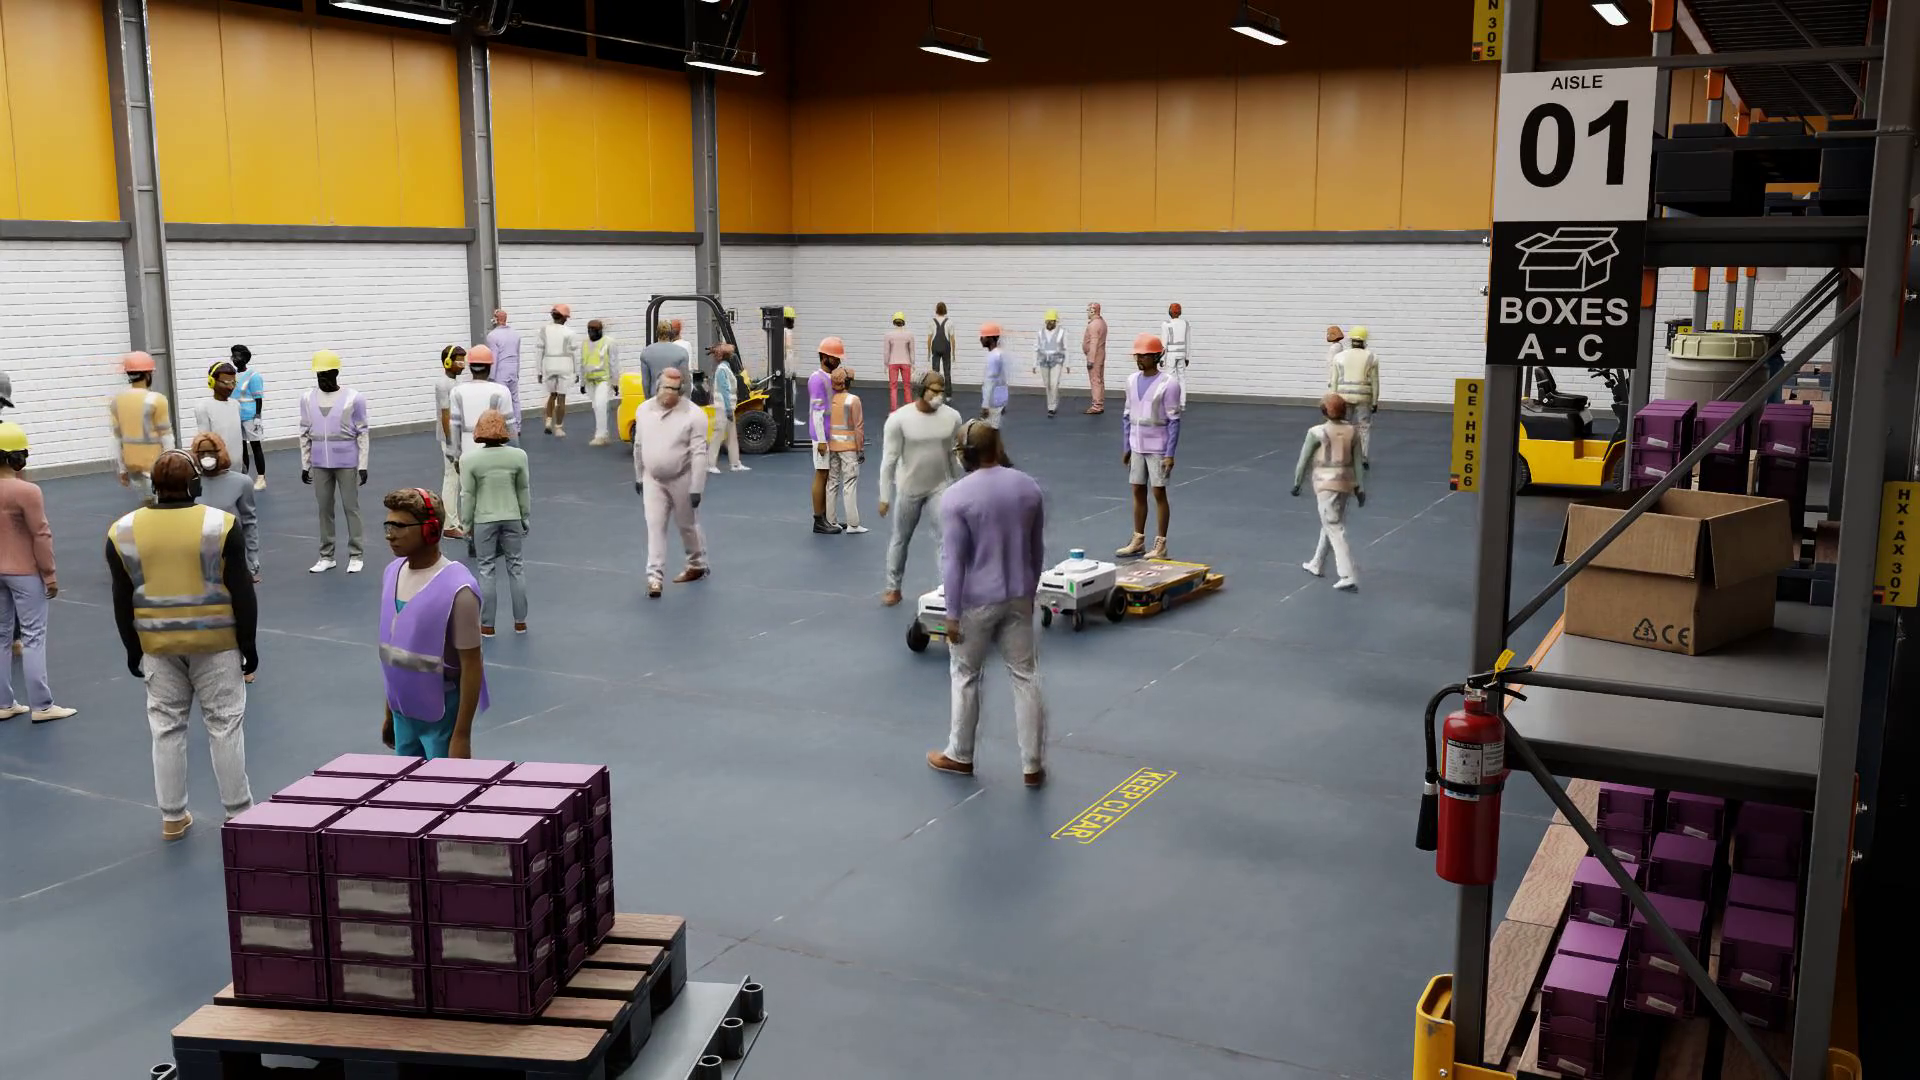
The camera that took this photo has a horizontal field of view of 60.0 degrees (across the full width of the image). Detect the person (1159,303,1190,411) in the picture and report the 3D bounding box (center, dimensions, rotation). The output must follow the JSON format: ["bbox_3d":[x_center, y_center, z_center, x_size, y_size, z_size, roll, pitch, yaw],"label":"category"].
[{"bbox_3d":[3.738,-3.177,28.920,0.583,1.882,0.337,-4,11,-24],"label":"person"}]

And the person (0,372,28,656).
[{"bbox_3d":[-6.512,-0.160,11.002,0.739,2.000,0.539,-9,14,-43],"label":"person"}]

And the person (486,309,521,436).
[{"bbox_3d":[-6.832,-2.480,24.817,0.399,1.909,0.642,5,11,27],"label":"person"}]

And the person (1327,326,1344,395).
[{"bbox_3d":[5.763,-2.476,25.606,0.269,1.627,0.502,4,11,22],"label":"person"}]

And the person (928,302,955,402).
[{"bbox_3d":[-0.342,-3.471,30.733,0.515,1.843,0.326,1,10,4],"label":"person"}]

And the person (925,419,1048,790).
[{"bbox_3d":[0.180,0.332,8.615,0.649,1.904,0.681,-6,11,-30],"label":"person"}]

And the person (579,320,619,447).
[{"bbox_3d":[-5.170,-2.217,23.617,0.676,1.797,0.836,5,11,27],"label":"person"}]

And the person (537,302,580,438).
[{"bbox_3d":[-5.989,-2.529,24.819,0.620,2.009,0.537,1,10,5],"label":"person"}]

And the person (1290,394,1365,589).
[{"bbox_3d":[3.087,-0.410,13.772,0.509,1.585,0.915,-5,11,-25],"label":"person"}]

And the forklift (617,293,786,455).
[{"bbox_3d":[-3.588,-2.317,23.042,2.313,2.155,1.214,-1,10,-5],"label":"forklift"}]

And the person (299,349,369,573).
[{"bbox_3d":[-5.380,-0.672,14.290,0.594,1.926,0.366,1,10,3],"label":"person"}]

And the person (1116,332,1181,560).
[{"bbox_3d":[1.678,-0.825,14.843,0.394,2.044,0.609,-8,13,-40],"label":"person"}]

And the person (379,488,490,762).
[{"bbox_3d":[-2.077,0.703,6.568,0.567,1.846,0.389,8,12,38],"label":"person"}]

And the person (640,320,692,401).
[{"bbox_3d":[-3.561,-1.706,20.247,0.632,1.940,0.372,2,10,10],"label":"person"}]

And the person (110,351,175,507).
[{"bbox_3d":[-7.015,-0.657,14.247,0.560,1.919,0.724,3,10,18],"label":"person"}]

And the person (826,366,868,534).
[{"bbox_3d":[-1.148,-0.874,16.295,0.512,1.641,0.309,7,12,34],"label":"person"}]

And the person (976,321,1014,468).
[{"bbox_3d":[0.387,-1.680,20.138,0.411,1.922,0.541,1,10,6],"label":"person"}]

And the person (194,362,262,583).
[{"bbox_3d":[-6.019,-0.531,13.663,0.328,1.865,0.521,3,10,14],"label":"person"}]

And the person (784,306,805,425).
[{"bbox_3d":[-2.792,-2.735,26.297,0.649,1.906,0.601,-3,10,-19],"label":"person"}]

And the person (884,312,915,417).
[{"bbox_3d":[-1.017,-2.929,27.825,0.529,1.767,0.329,-1,10,-6],"label":"person"}]

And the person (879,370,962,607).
[{"bbox_3d":[-0.273,-0.364,12.656,0.686,1.868,1.018,-4,11,-23],"label":"person"}]

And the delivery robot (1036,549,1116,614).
[{"bbox_3d":[0.860,0.313,12.290,0.477,0.478,0.707,6,12,33],"label":"delivery robot"}]

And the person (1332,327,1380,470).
[{"bbox_3d":[5.010,-1.782,21.061,0.588,1.815,0.440,4,11,23],"label":"person"}]

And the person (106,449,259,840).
[{"bbox_3d":[-3.606,0.491,7.806,0.620,1.845,0.429,-1,10,-8],"label":"person"}]

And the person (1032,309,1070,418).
[{"bbox_3d":[1.478,-2.938,27.757,0.627,1.801,0.823,4,11,22],"label":"person"}]

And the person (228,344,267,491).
[{"bbox_3d":[-8.277,-1.413,19.240,0.539,1.700,0.317,4,11,23],"label":"person"}]

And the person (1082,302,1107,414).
[{"bbox_3d":[2.286,-3.101,28.419,0.399,1.908,0.643,4,10,20],"label":"person"}]

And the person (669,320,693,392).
[{"bbox_3d":[-3.717,-1.964,21.999,0.428,1.868,0.591,3,10,19],"label":"person"}]

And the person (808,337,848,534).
[{"bbox_3d":[-1.287,-1.029,16.358,0.372,1.928,0.543,2,10,11],"label":"person"}]

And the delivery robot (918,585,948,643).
[{"bbox_3d":[0.005,0.441,11.550,0.477,0.478,0.707,5,11,26],"label":"delivery robot"}]

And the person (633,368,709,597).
[{"bbox_3d":[-2.362,-0.489,13.533,0.690,1.842,0.974,2,10,11],"label":"person"}]

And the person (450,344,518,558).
[{"bbox_3d":[-4.270,-0.793,14.976,0.563,1.931,0.385,1,10,4],"label":"person"}]

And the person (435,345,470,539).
[{"bbox_3d":[-4.876,-0.944,16.057,0.328,1.865,0.520,-1,10,-7],"label":"person"}]

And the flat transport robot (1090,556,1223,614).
[{"bbox_3d":[1.492,0.346,13.189,0.652,0.197,1.431,6,12,33],"label":"flat transport robot"}]

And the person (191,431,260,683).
[{"bbox_3d":[-4.714,0.119,10.561,0.502,1.632,0.279,-4,11,-23],"label":"person"}]

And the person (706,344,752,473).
[{"bbox_3d":[-2.949,-1.631,20.852,0.685,1.626,0.533,0,10,-1],"label":"person"}]

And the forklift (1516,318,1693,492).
[{"bbox_3d":[7.066,-1.601,18.899,2.313,2.155,1.214,5,11,27],"label":"forklift"}]

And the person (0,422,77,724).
[{"bbox_3d":[-5.512,0.197,9.731,0.530,1.768,0.312,2,10,14],"label":"person"}]

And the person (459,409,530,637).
[{"bbox_3d":[-3.331,-0.119,11.944,0.500,1.633,0.280,-6,11,-31],"label":"person"}]
